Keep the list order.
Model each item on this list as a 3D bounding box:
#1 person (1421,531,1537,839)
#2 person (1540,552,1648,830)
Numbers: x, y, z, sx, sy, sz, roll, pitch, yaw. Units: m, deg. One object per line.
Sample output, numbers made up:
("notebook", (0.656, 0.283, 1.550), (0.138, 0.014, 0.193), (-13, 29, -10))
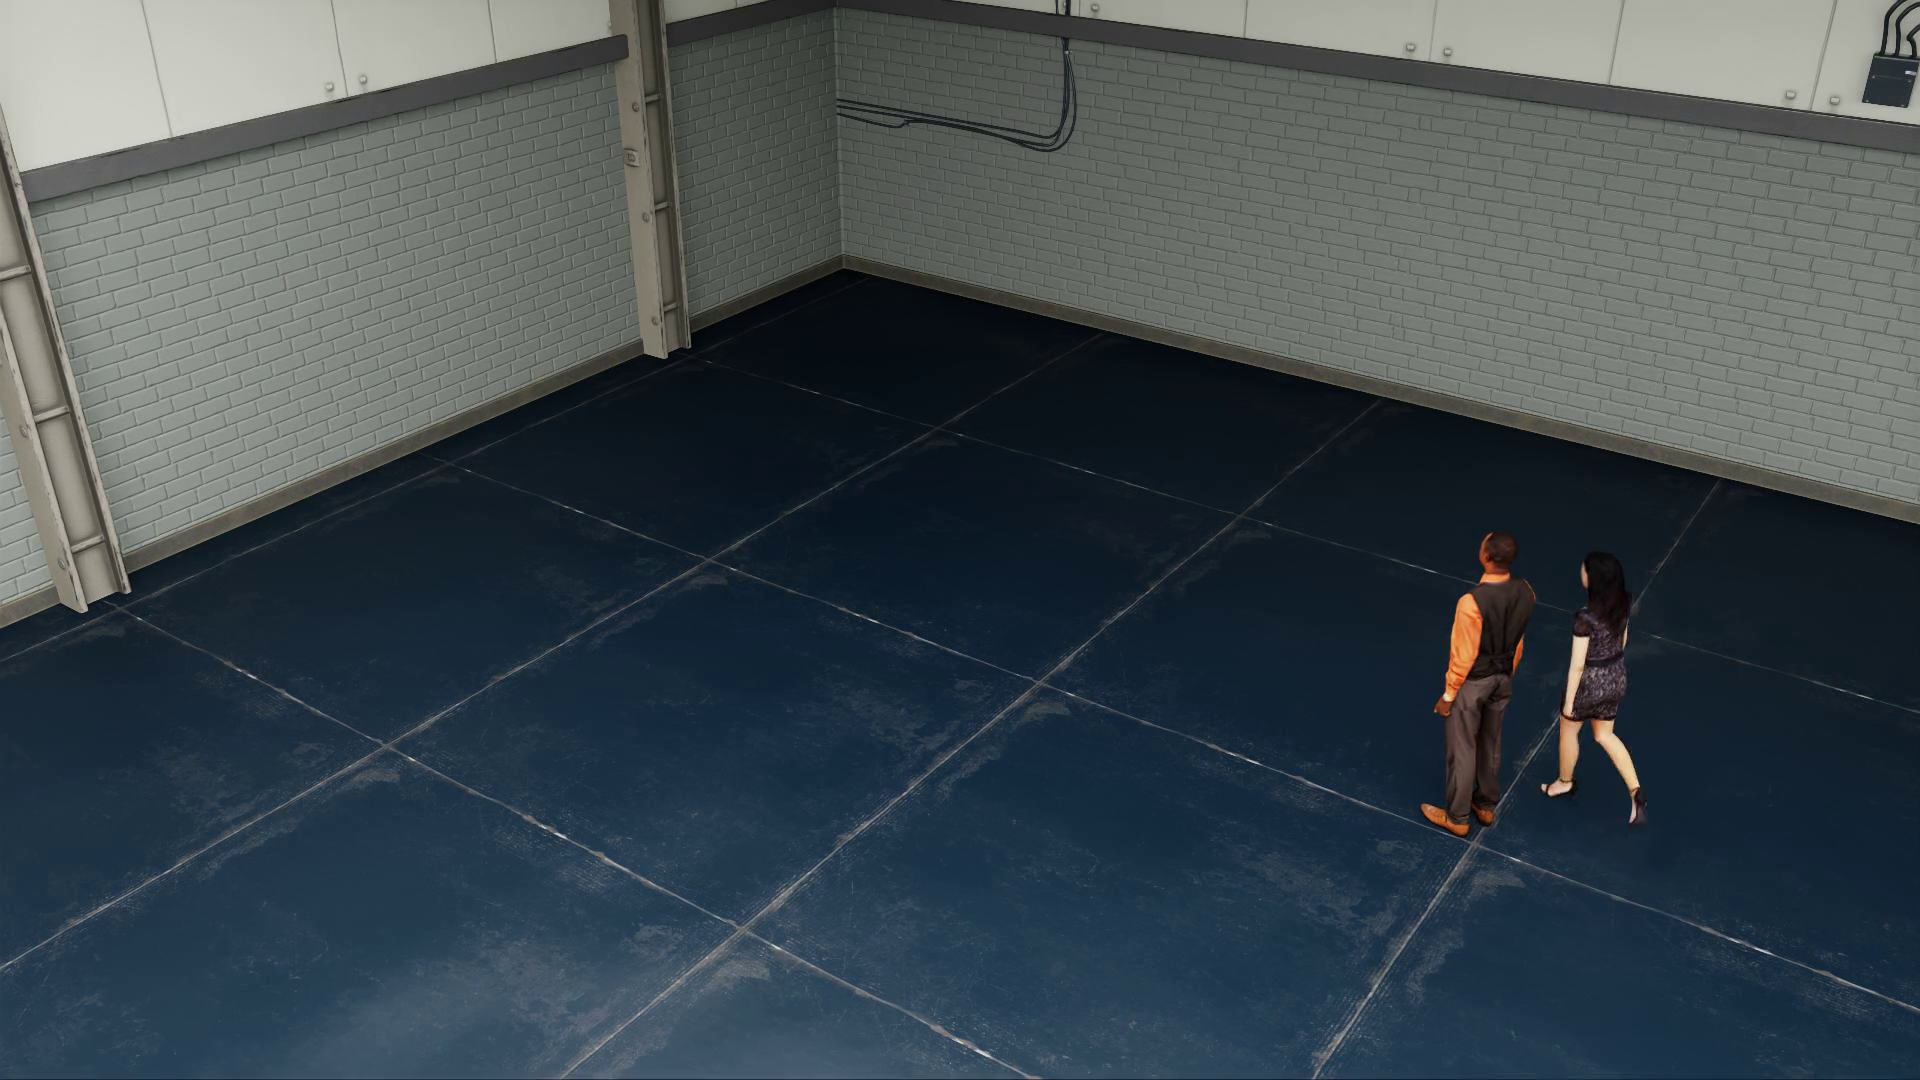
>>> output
("person", (2.958, 0.817, 9.438), (0.731, 1.907, 0.852), (-13, 31, -24))
("person", (3.646, 0.904, 9.429), (1.035, 1.762, 0.970), (-14, 31, -24))
